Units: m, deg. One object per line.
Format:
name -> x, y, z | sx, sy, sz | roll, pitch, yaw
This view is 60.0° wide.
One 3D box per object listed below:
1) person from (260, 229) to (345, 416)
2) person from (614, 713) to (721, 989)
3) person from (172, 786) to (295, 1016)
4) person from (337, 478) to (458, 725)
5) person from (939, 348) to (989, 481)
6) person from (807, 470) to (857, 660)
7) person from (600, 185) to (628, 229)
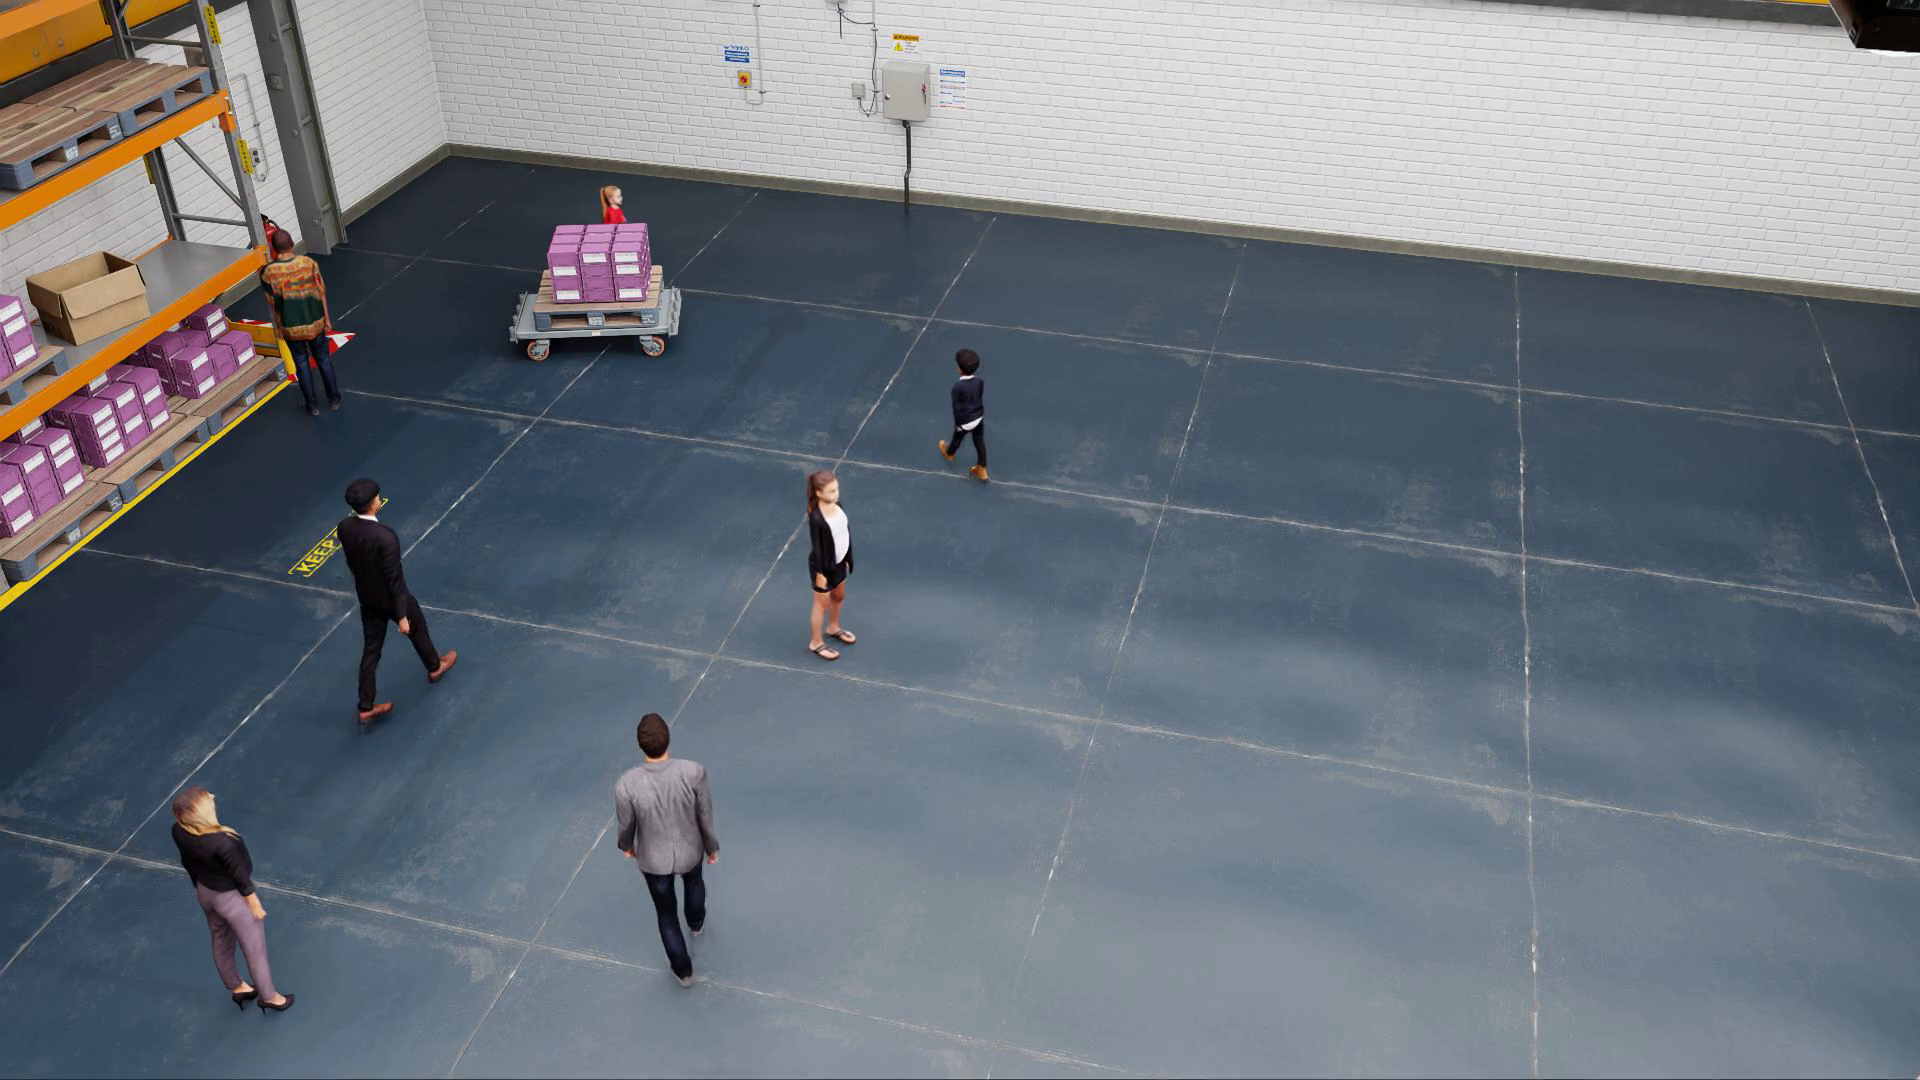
person -> -6.078, -2.015, 15.359 | 0.822, 1.807, 0.879 | -17, 37, -24
person -> -1.639, 1.840, 9.520 | 0.980, 1.850, 1.077 | -10, 35, -15
person -> -4.136, 2.047, 9.370 | 0.626, 1.672, 0.578 | 14, 36, 20
person -> -4.102, 0.456, 11.614 | 0.881, 1.838, 1.245 | 16, 37, 23
person -> 0.116, -1.069, 14.489 | 0.834, 1.195, 0.878 | -19, 38, -26
person -> -0.982, 0.152, 12.330 | 0.652, 1.552, 0.556 | 20, 38, 27
person -> -3.661, -3.114, 17.497 | 0.699, 1.272, 0.703 | -5, 34, -8
